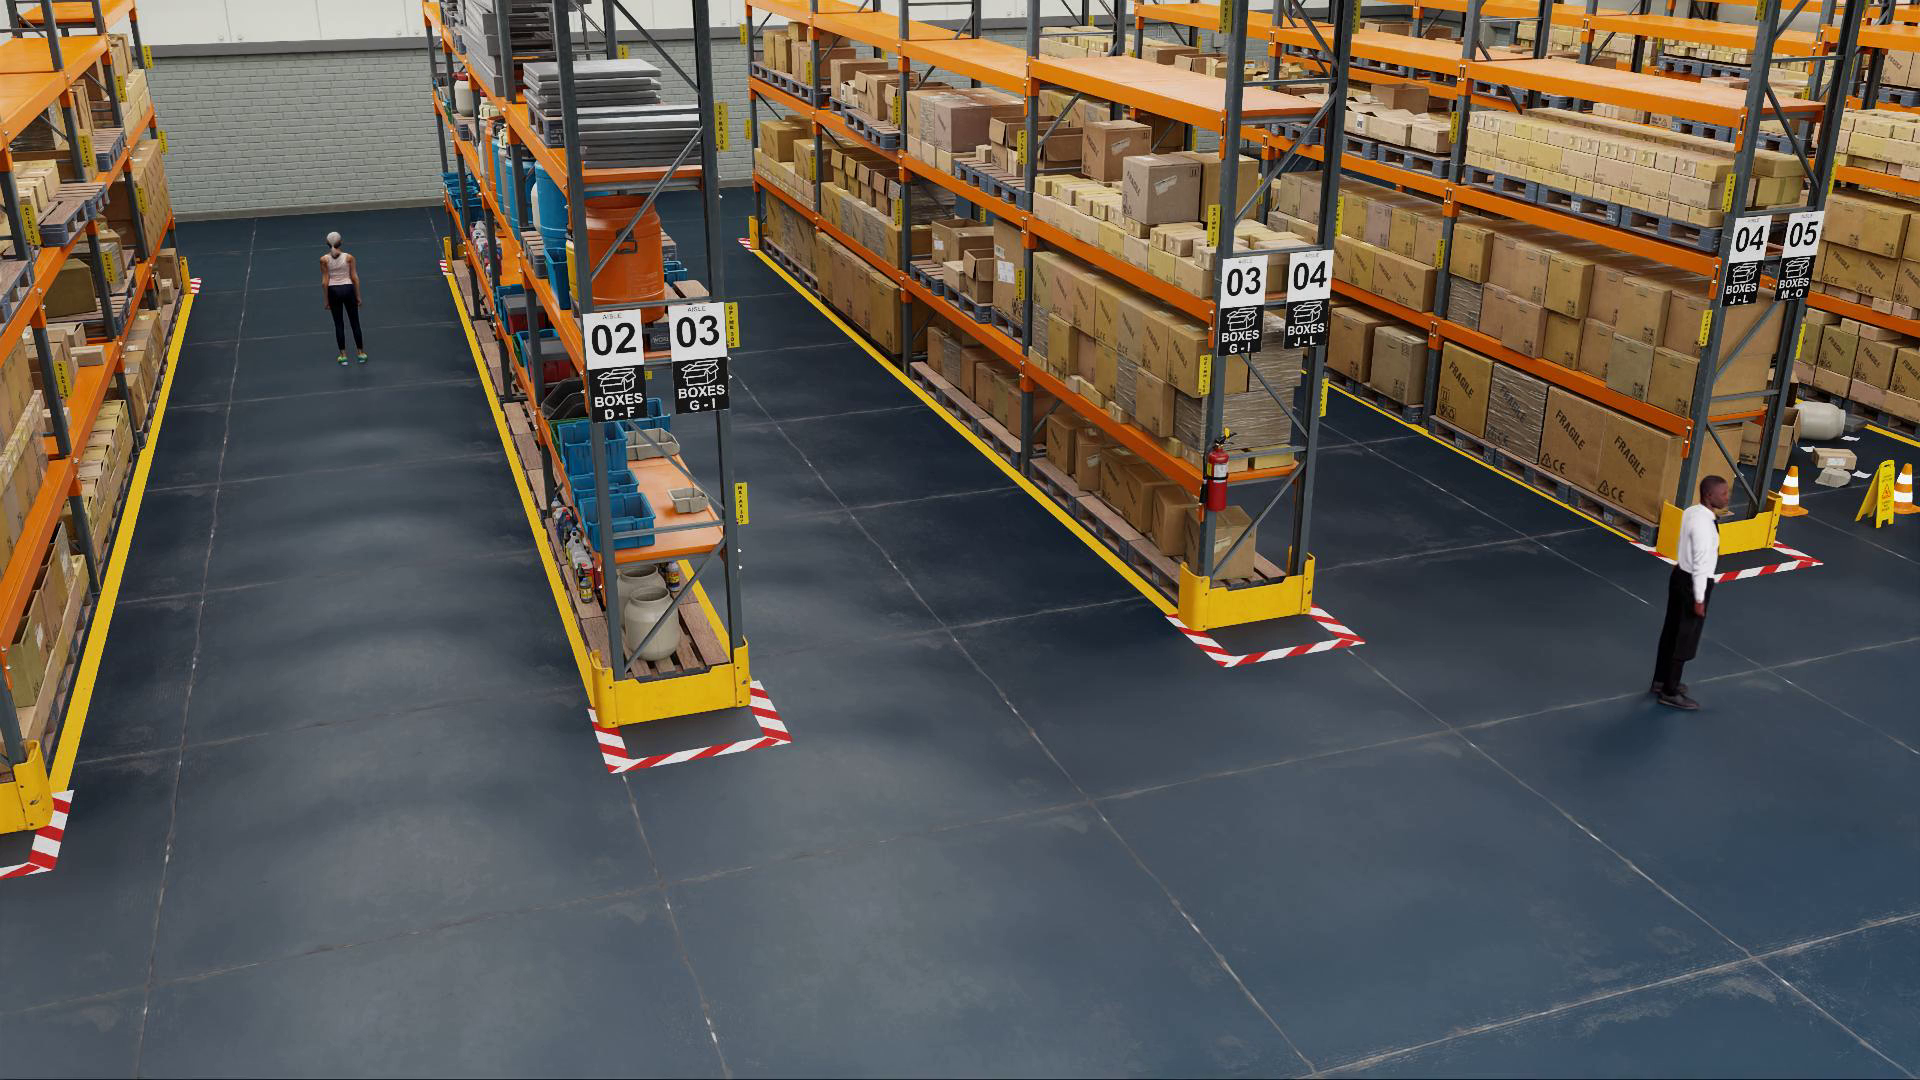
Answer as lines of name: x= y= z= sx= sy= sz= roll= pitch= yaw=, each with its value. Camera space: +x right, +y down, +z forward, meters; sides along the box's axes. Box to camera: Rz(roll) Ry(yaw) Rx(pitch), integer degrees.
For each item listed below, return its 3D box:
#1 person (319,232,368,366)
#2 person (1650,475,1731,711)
person: x=-7.959 y=-3.120 z=21.428 sx=0.614 sy=1.701 sz=0.534 roll=-9 pitch=24 yaw=-22
person: x=5.566 y=0.374 z=12.710 sx=0.781 sy=1.834 sz=0.658 roll=4 pitch=23 yaw=9
